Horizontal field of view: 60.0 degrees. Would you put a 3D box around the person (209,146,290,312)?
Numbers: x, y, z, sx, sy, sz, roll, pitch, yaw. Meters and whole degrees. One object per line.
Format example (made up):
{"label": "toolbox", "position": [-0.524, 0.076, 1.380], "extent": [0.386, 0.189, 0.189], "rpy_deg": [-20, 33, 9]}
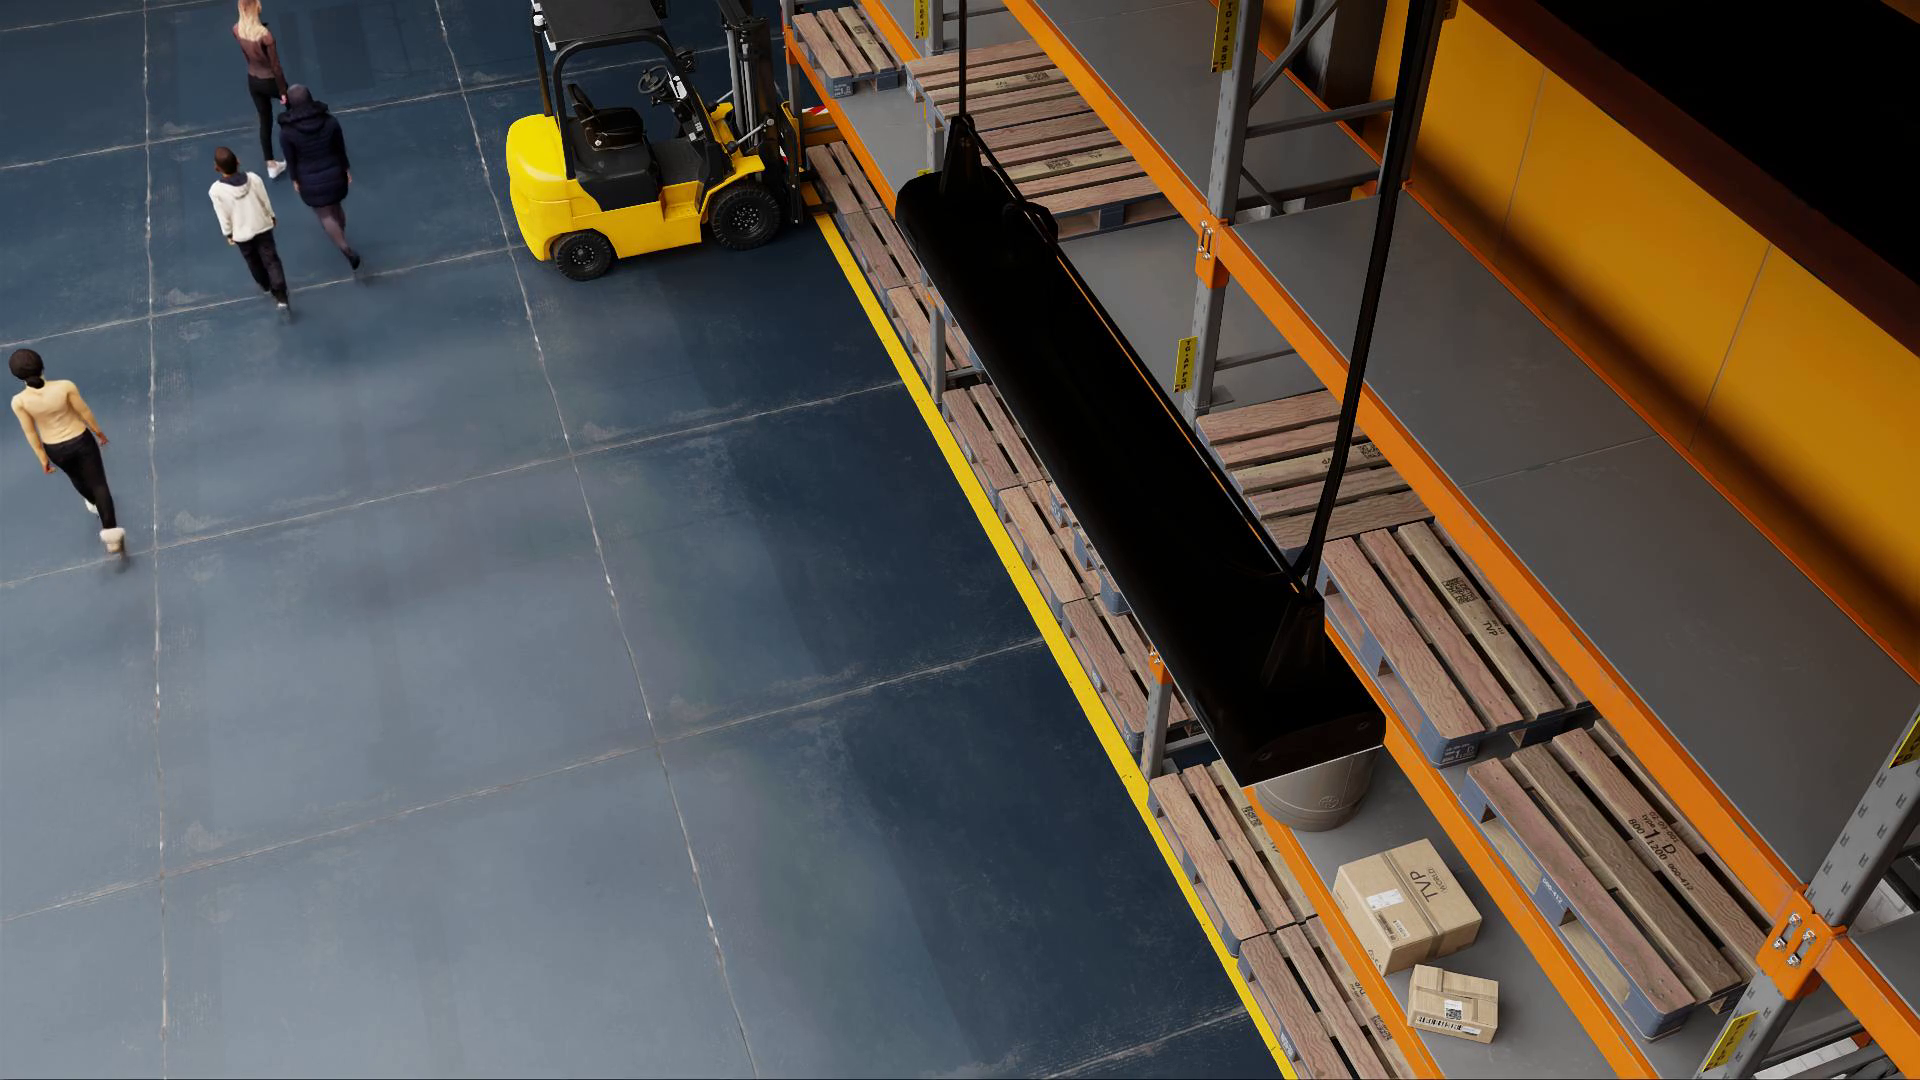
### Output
{"label": "person", "position": [-5.790, -2.528, 13.628], "extent": [0.633, 1.438, 0.953], "rpy_deg": [-18, 46, -18]}

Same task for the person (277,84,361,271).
{"label": "person", "position": [-5.360, -3.030, 13.998], "extent": [0.850, 1.655, 1.103], "rpy_deg": [-27, 50, -25]}

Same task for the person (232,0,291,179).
{"label": "person", "position": [-6.334, -4.080, 15.097], "extent": [1.037, 1.659, 1.143], "rpy_deg": [13, 45, 14]}

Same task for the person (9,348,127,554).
{"label": "person", "position": [-6.112, -0.598, 11.465], "extent": [0.655, 1.629, 1.102], "rpy_deg": [-18, 46, -18]}
